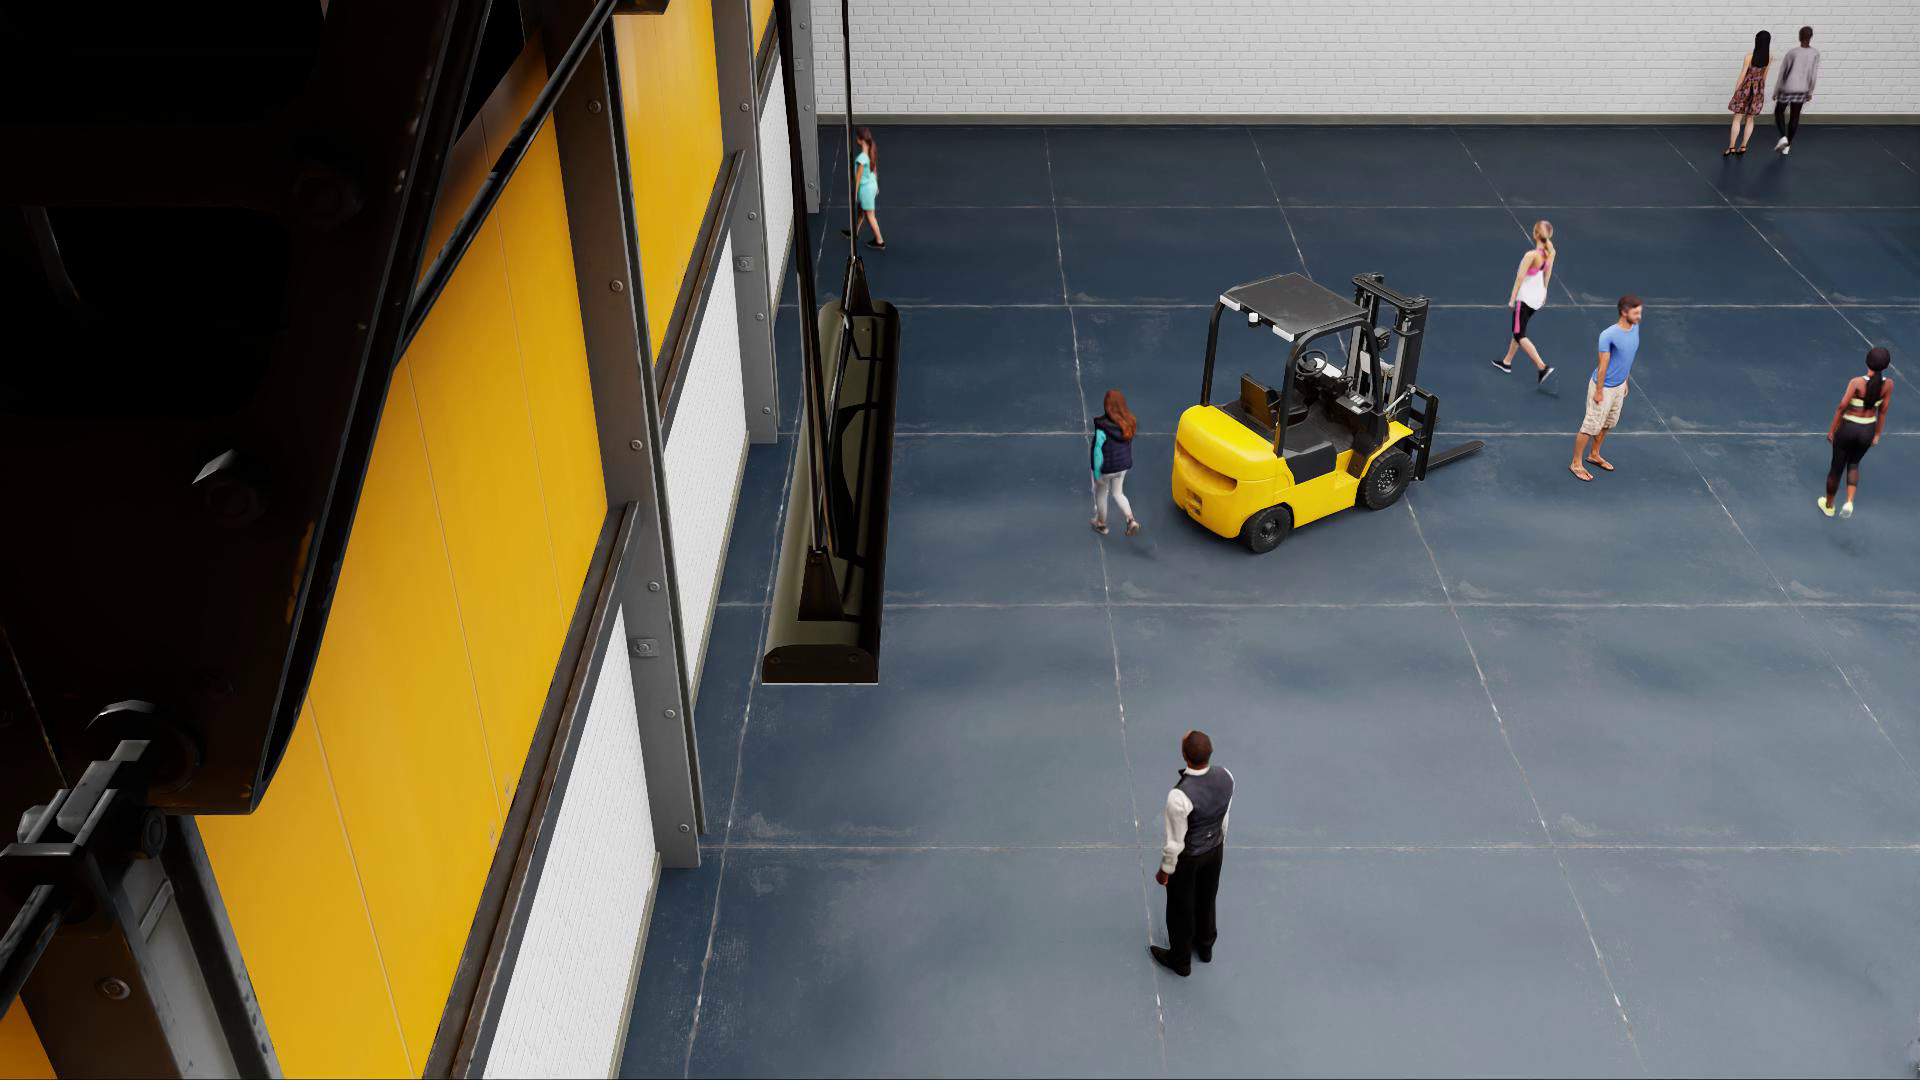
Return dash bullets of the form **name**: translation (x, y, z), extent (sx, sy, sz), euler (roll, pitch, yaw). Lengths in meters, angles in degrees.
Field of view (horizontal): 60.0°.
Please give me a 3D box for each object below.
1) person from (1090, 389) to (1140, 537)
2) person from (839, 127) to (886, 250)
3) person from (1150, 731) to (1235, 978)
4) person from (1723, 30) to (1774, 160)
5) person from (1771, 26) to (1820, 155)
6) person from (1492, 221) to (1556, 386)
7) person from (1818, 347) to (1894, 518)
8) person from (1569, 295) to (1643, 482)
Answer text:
- **person**: translation (1.423, -0.646, 15.027), extent (0.813, 1.485, 0.912), euler (-23, 40, -30)
- **person**: translation (-1.101, -4.312, 20.497), extent (0.837, 1.536, 0.919), euler (14, 36, 20)
- **person**: translation (1.494, 2.004, 10.650), extent (0.784, 1.916, 0.795), euler (-21, 39, -29)
- **person**: translation (10.966, -6.189, 23.106), extent (0.681, 1.774, 0.688), euler (-3, 34, -5)
- **person**: translation (11.625, -6.235, 23.189), extent (0.730, 1.758, 0.757), euler (7, 34, 10)
- **person**: translation (6.053, -2.469, 17.514), extent (0.973, 1.768, 1.138), euler (-20, 38, -27)
- **person**: translation (8.211, -0.920, 15.204), extent (0.628, 1.745, 0.793), euler (4, 34, 6)
- **person**: translation (6.223, -1.500, 15.968), extent (0.743, 1.865, 0.759), euler (-20, 39, -27)
